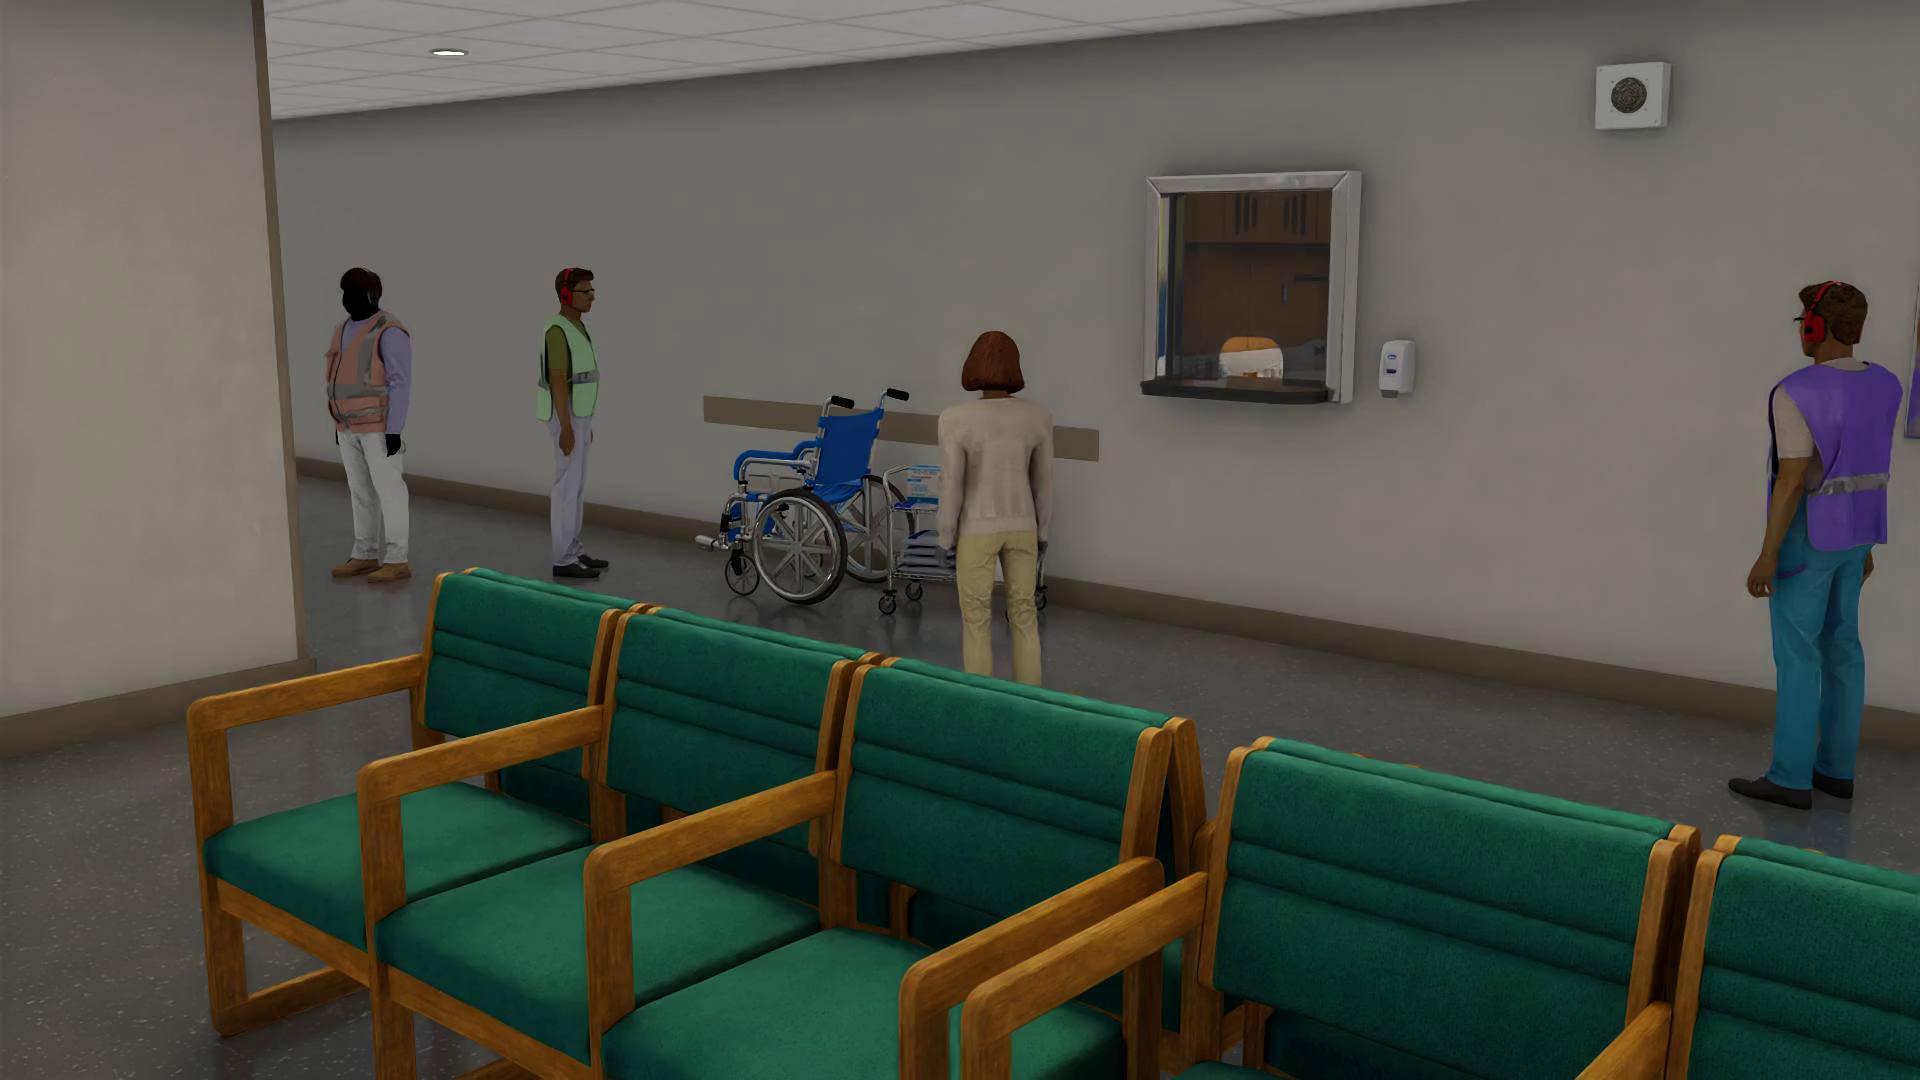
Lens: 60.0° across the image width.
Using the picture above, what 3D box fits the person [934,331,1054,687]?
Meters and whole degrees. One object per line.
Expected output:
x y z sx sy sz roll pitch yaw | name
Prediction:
0.136 -0.015 6.661 0.501 1.633 0.279 -4 11 -23 | person

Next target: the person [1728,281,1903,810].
3.019 0.026 5.823 0.574 1.843 0.374 -5 11 -26 | person

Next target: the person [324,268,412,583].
-3.493 -0.672 9.805 0.625 1.847 0.429 7 12 35 | person

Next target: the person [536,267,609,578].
-2.341 -0.703 9.975 0.373 1.843 0.571 0 10 -1 | person
